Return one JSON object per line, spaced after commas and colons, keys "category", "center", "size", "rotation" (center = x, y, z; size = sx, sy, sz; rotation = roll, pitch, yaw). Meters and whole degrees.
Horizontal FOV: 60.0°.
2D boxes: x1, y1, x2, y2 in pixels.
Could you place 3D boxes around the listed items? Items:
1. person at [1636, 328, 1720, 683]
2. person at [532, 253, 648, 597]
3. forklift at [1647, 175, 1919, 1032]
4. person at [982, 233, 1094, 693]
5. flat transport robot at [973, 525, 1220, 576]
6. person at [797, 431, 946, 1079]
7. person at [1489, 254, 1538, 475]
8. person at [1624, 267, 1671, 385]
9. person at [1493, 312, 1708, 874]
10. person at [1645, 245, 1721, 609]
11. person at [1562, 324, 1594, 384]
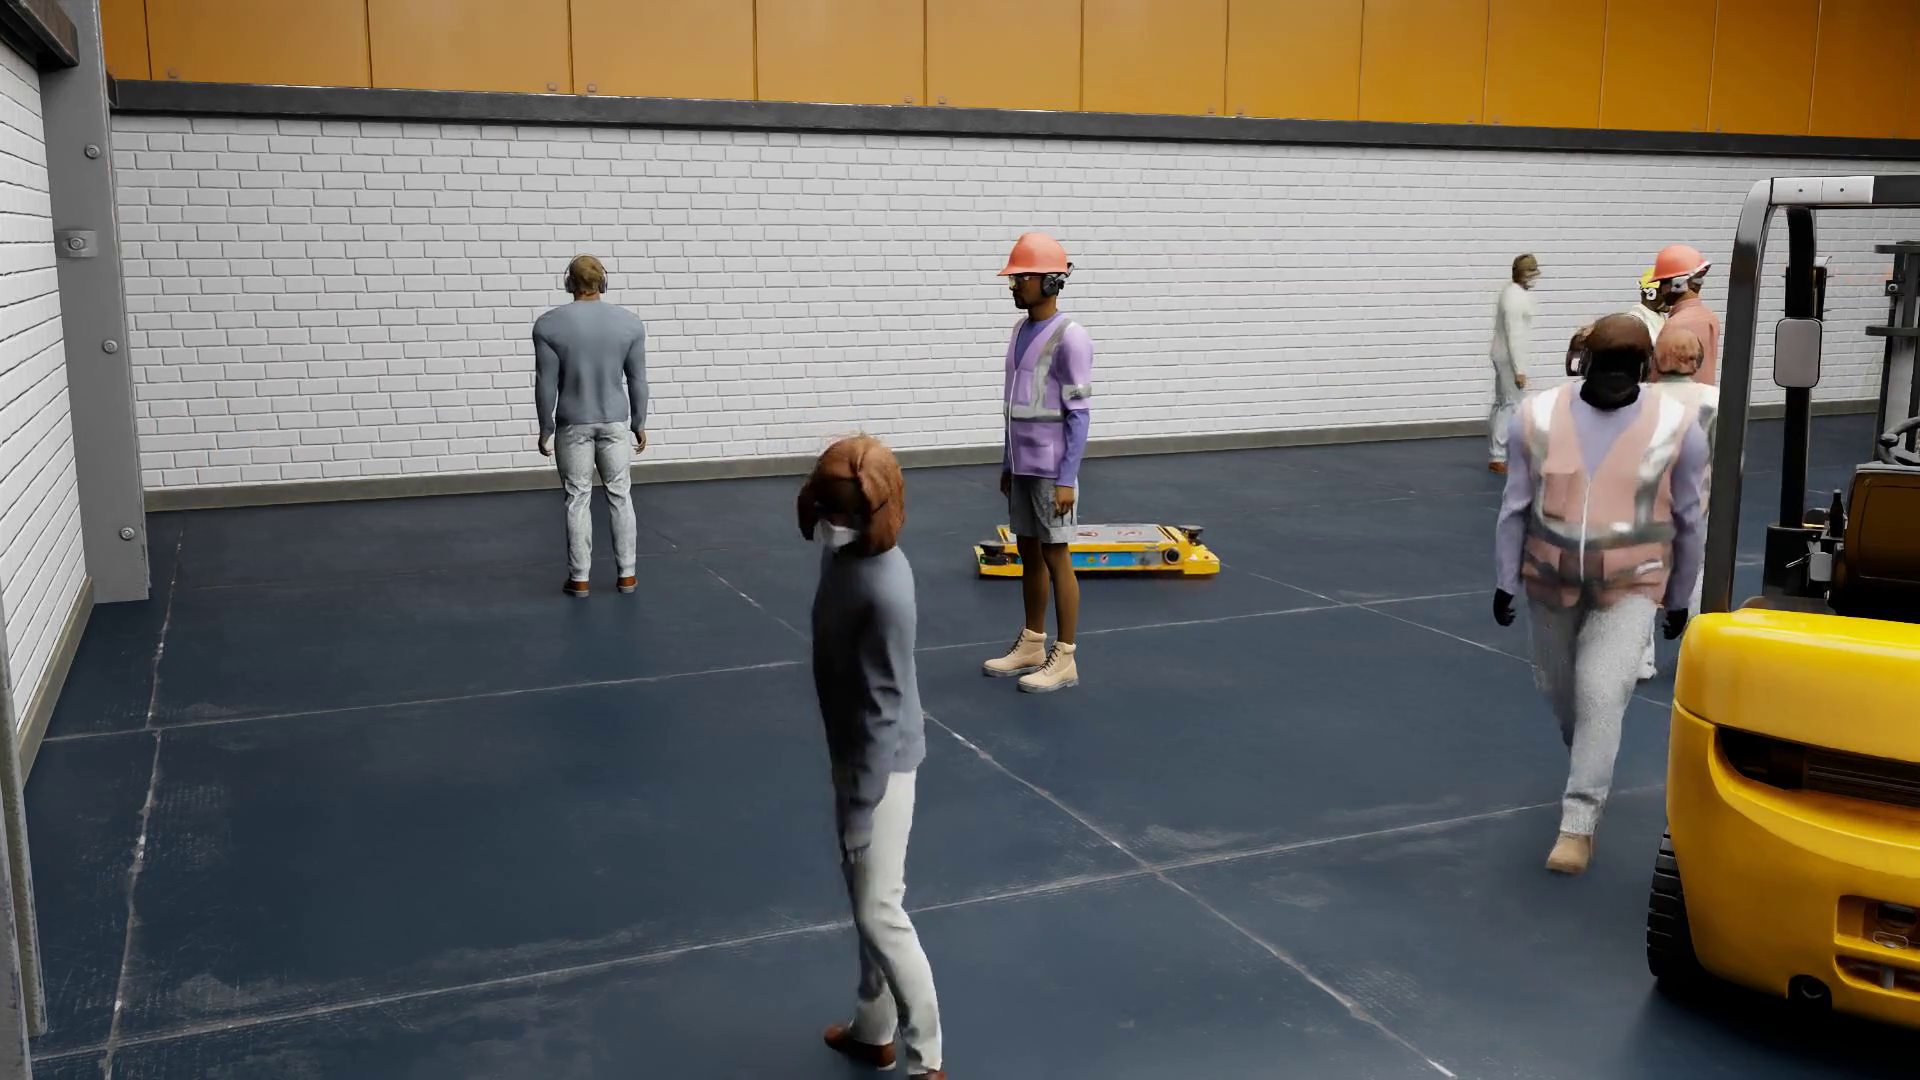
{"category": "person", "center": [3.307, -0.173, 7.727], "size": [0.536, 1.603, 0.787], "rotation": [6, 12, 31]}
{"category": "person", "center": [-2.082, -0.644, 9.432], "size": [0.637, 1.936, 0.355], "rotation": [-4, 11, -22]}
{"category": "forklift", "center": [2.810, 0.094, 4.662], "size": [1.214, 2.155, 2.313], "rotation": [7, 12, 34]}
{"category": "person", "center": [0.346, -0.340, 7.464], "size": [0.377, 2.045, 0.605], "rotation": [-5, 11, -26]}
{"category": "flat transport robot", "center": [0.817, 0.055, 10.179], "size": [1.431, 0.197, 0.652], "rotation": [-1, 10, -3]}
{"category": "person", "center": [-0.227, 0.534, 3.868], "size": [0.317, 1.612, 0.591], "rotation": [-3, 11, -14]}
{"category": "person", "center": [4.778, -1.516, 14.403], "size": [0.365, 1.898, 0.784], "rotation": [3, 11, 17]}
{"category": "person", "center": [5.135, -1.131, 12.453], "size": [0.599, 1.824, 0.403], "rotation": [-10, 14, -43]}
{"category": "person", "center": [2.140, 0.130, 5.577], "size": [0.624, 1.798, 0.897], "rotation": [7, 12, 33]}
{"category": "person", "center": [3.912, -0.611, 9.113], "size": [0.391, 1.988, 0.611], "rotation": [8, 13, 39]}
{"category": "person", "center": [2.988, -0.217, 7.948], "size": [0.394, 1.621, 0.532], "rotation": [-5, 11, -26]}
